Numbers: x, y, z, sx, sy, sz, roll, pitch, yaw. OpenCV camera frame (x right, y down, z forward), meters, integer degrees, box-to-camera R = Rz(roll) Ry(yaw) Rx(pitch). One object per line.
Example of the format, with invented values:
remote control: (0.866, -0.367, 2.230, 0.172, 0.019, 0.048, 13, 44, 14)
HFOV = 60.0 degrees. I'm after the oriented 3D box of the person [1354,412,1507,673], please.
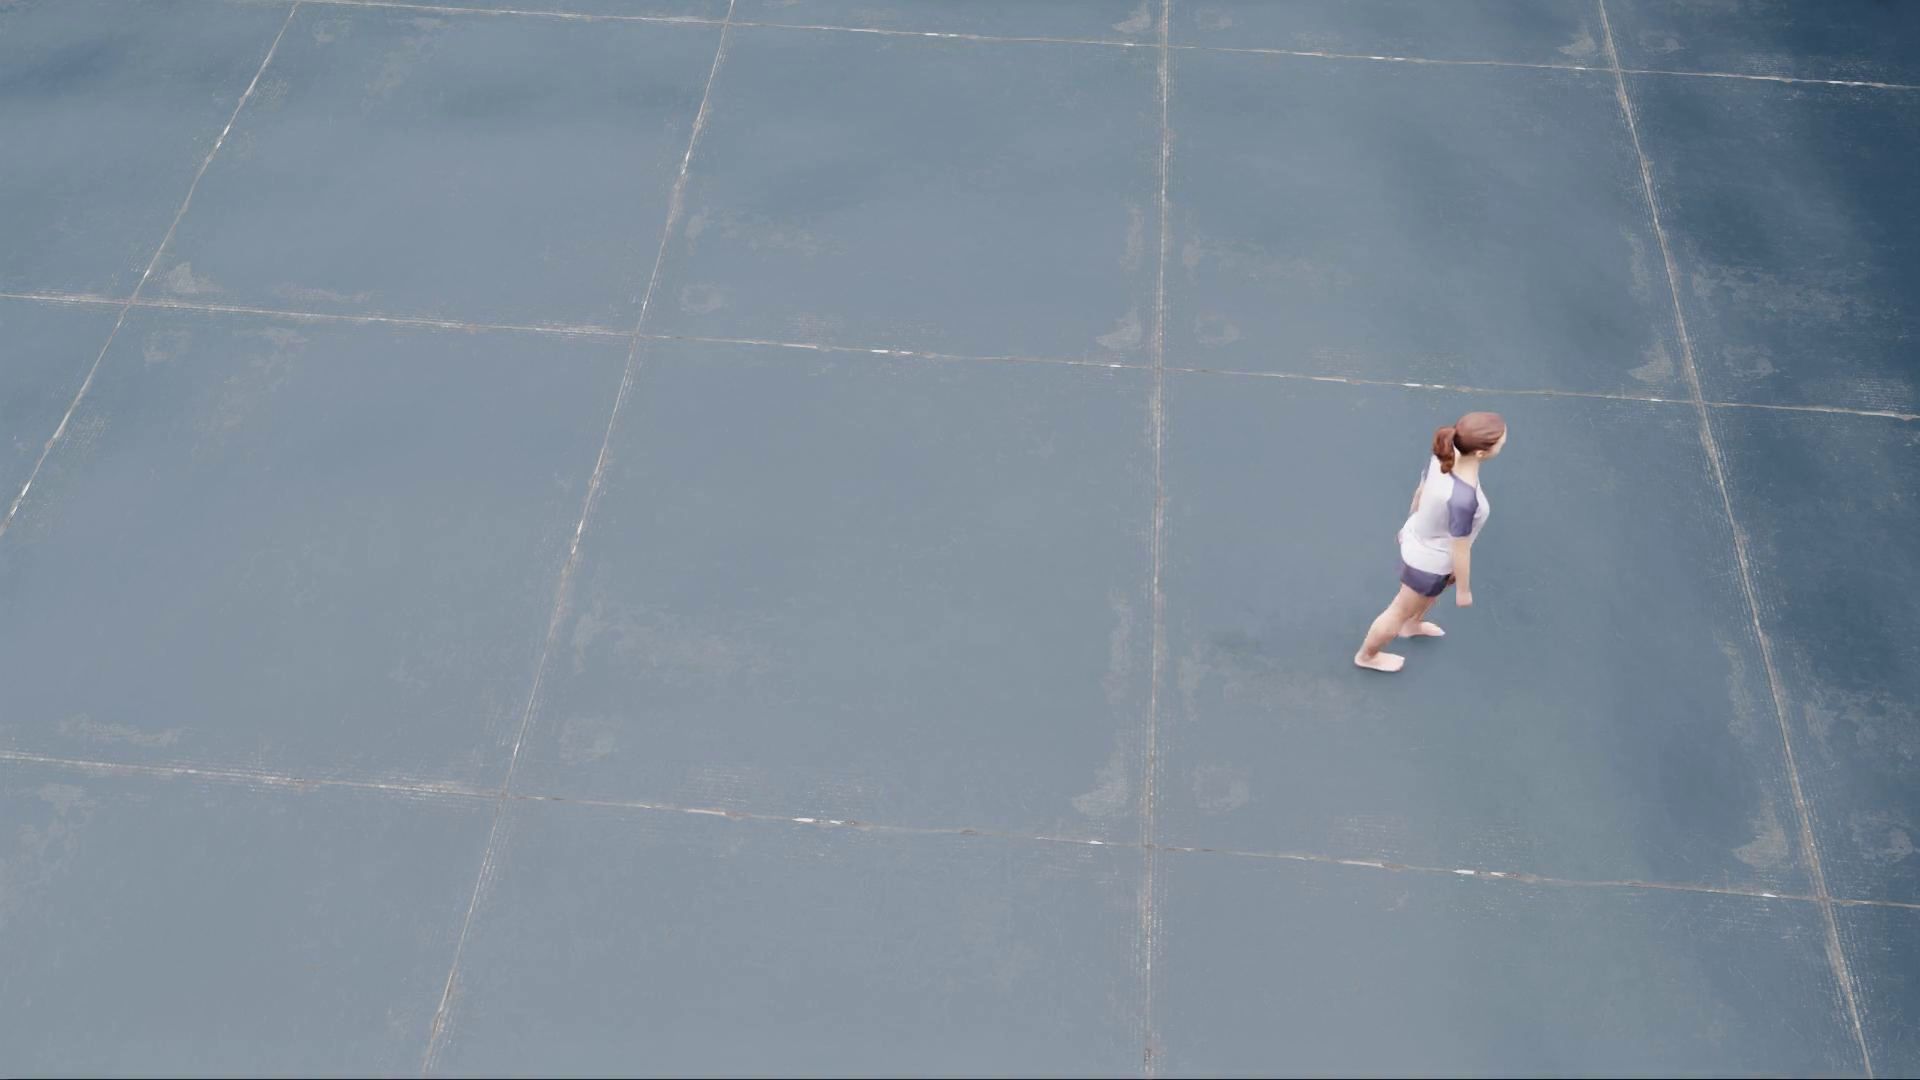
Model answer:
person: (2.030, 0.054, 7.487, 0.682, 1.748, 0.577, 2, 52, 1)
